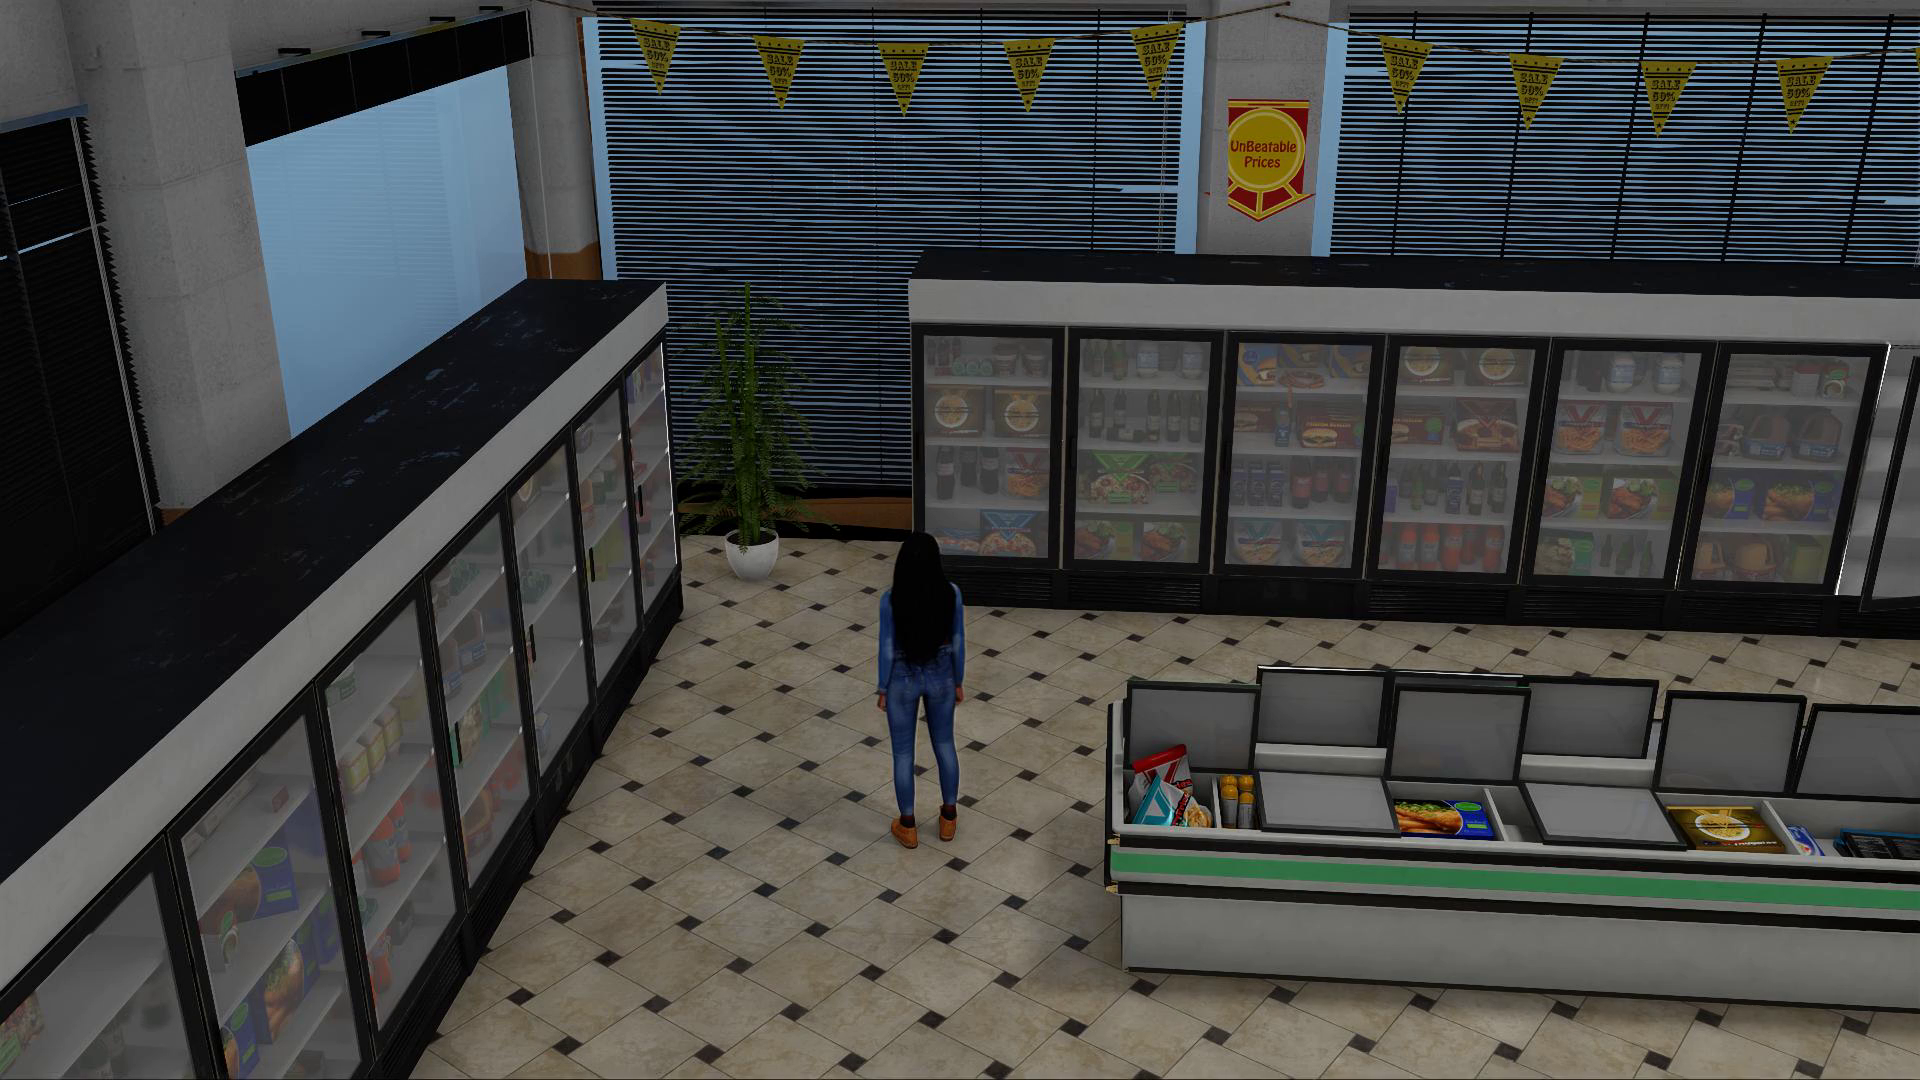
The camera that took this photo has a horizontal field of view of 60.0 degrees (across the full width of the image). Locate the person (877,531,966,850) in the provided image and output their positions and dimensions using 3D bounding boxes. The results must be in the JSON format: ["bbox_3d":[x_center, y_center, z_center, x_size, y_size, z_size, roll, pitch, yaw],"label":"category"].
[{"bbox_3d":[-0.198,0.762,8.492,0.585,1.712,0.737,-6,23,-14],"label":"person"}]
